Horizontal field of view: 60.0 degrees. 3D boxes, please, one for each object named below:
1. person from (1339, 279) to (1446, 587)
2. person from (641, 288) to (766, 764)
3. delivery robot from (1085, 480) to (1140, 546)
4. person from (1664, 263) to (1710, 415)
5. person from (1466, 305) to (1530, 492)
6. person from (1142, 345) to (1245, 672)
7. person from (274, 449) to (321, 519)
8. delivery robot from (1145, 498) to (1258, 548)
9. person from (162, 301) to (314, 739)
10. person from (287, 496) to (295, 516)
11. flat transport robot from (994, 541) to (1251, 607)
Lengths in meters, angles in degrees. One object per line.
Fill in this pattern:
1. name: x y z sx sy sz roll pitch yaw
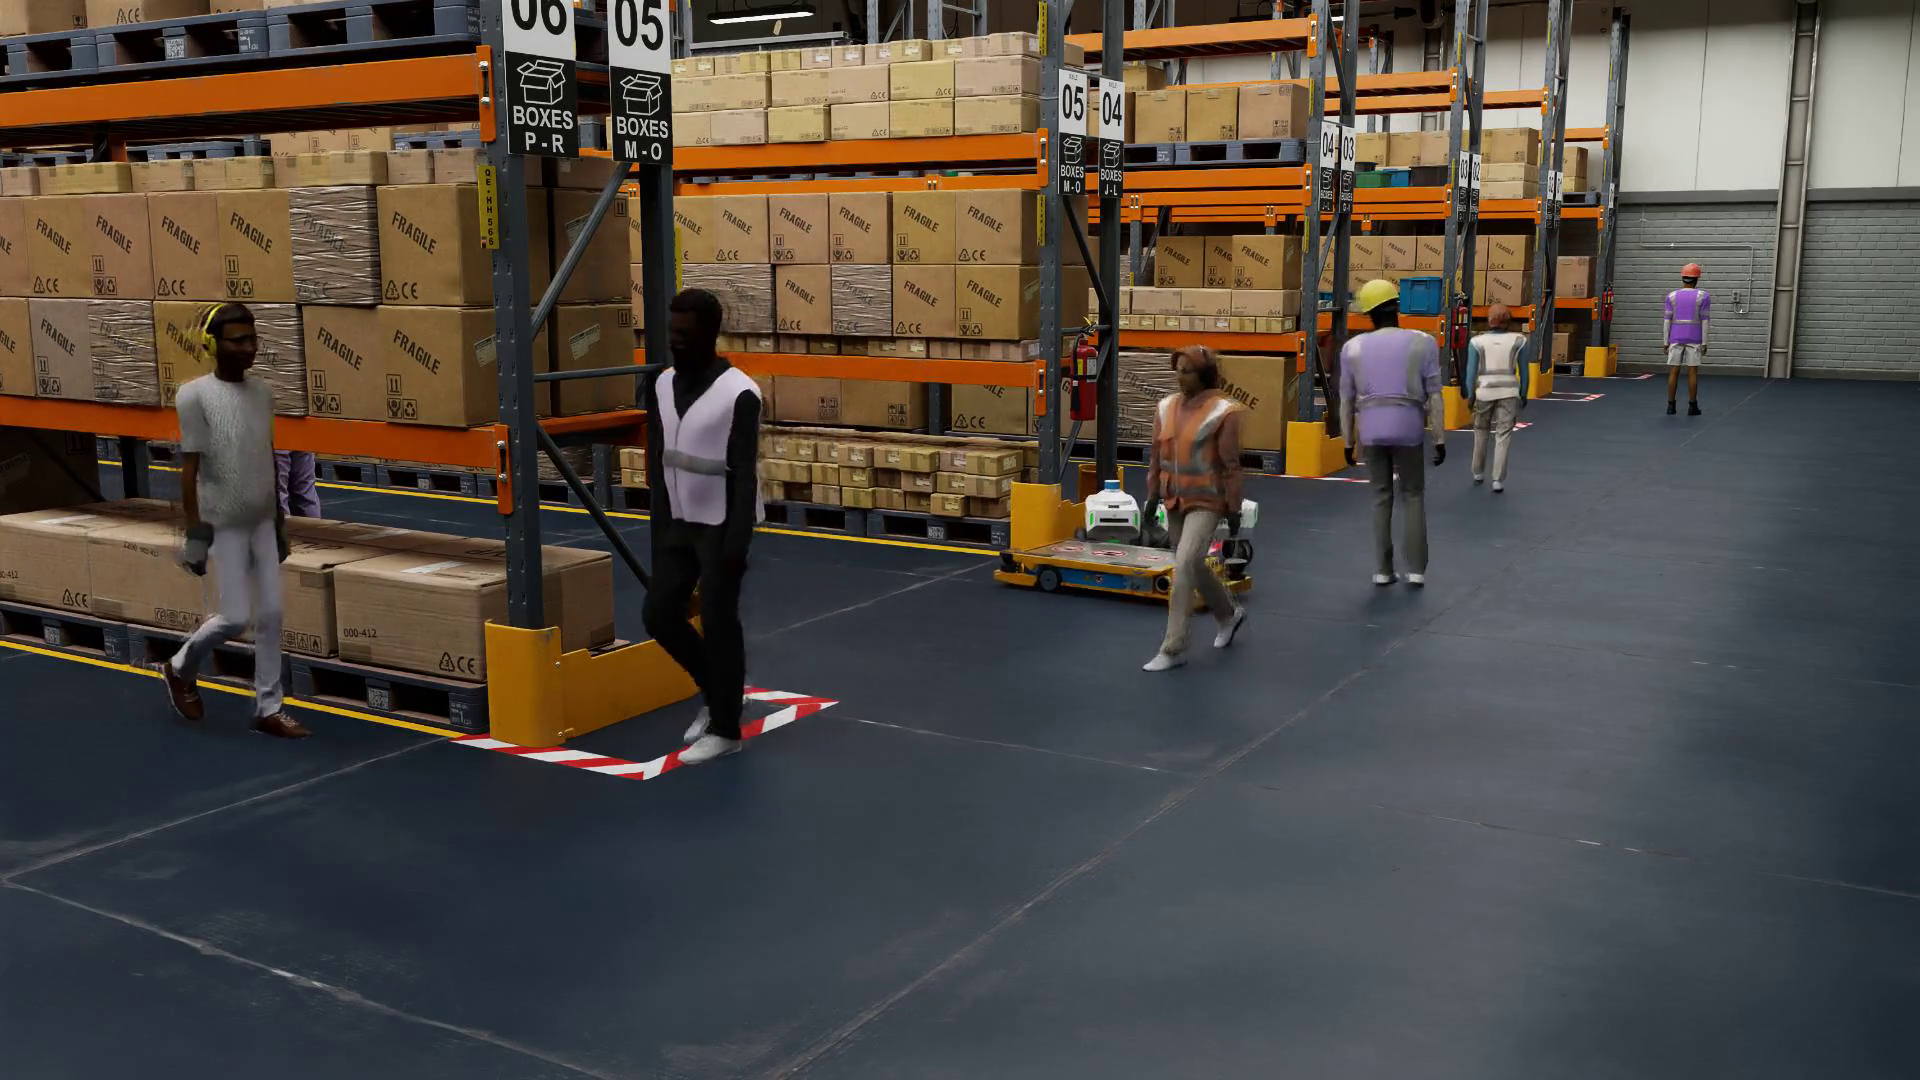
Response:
1. person: 2.651 -0.643 10.194 0.656 1.885 0.447 5 11 26
2. person: -1.027 -0.046 6.648 0.626 1.902 0.459 9 13 44
3. delivery robot: 1.002 -0.155 10.960 0.477 0.478 0.707 1 10 3
4. person: 9.292 -2.562 21.284 0.542 1.939 0.369 7 12 34
5. person: 4.692 -1.242 14.534 0.523 1.604 0.809 3 10 19
6. person: 1.203 -0.184 8.334 0.807 1.606 0.517 -8 12 -38
7. person: -4.178 -0.642 10.132 0.406 1.910 0.639 4 10 20
8. delivery robot: 1.588 -0.152 10.941 0.707 0.478 0.477 -2 10 -14
9. person: -3.070 -0.074 6.995 0.620 1.852 0.512 4 11 23
10. person: -5.052 -1.059 12.520 0.406 1.924 0.582 3 10 19
11. flat transport robot: 0.977 0.181 10.095 1.431 0.197 0.652 7 12 34
